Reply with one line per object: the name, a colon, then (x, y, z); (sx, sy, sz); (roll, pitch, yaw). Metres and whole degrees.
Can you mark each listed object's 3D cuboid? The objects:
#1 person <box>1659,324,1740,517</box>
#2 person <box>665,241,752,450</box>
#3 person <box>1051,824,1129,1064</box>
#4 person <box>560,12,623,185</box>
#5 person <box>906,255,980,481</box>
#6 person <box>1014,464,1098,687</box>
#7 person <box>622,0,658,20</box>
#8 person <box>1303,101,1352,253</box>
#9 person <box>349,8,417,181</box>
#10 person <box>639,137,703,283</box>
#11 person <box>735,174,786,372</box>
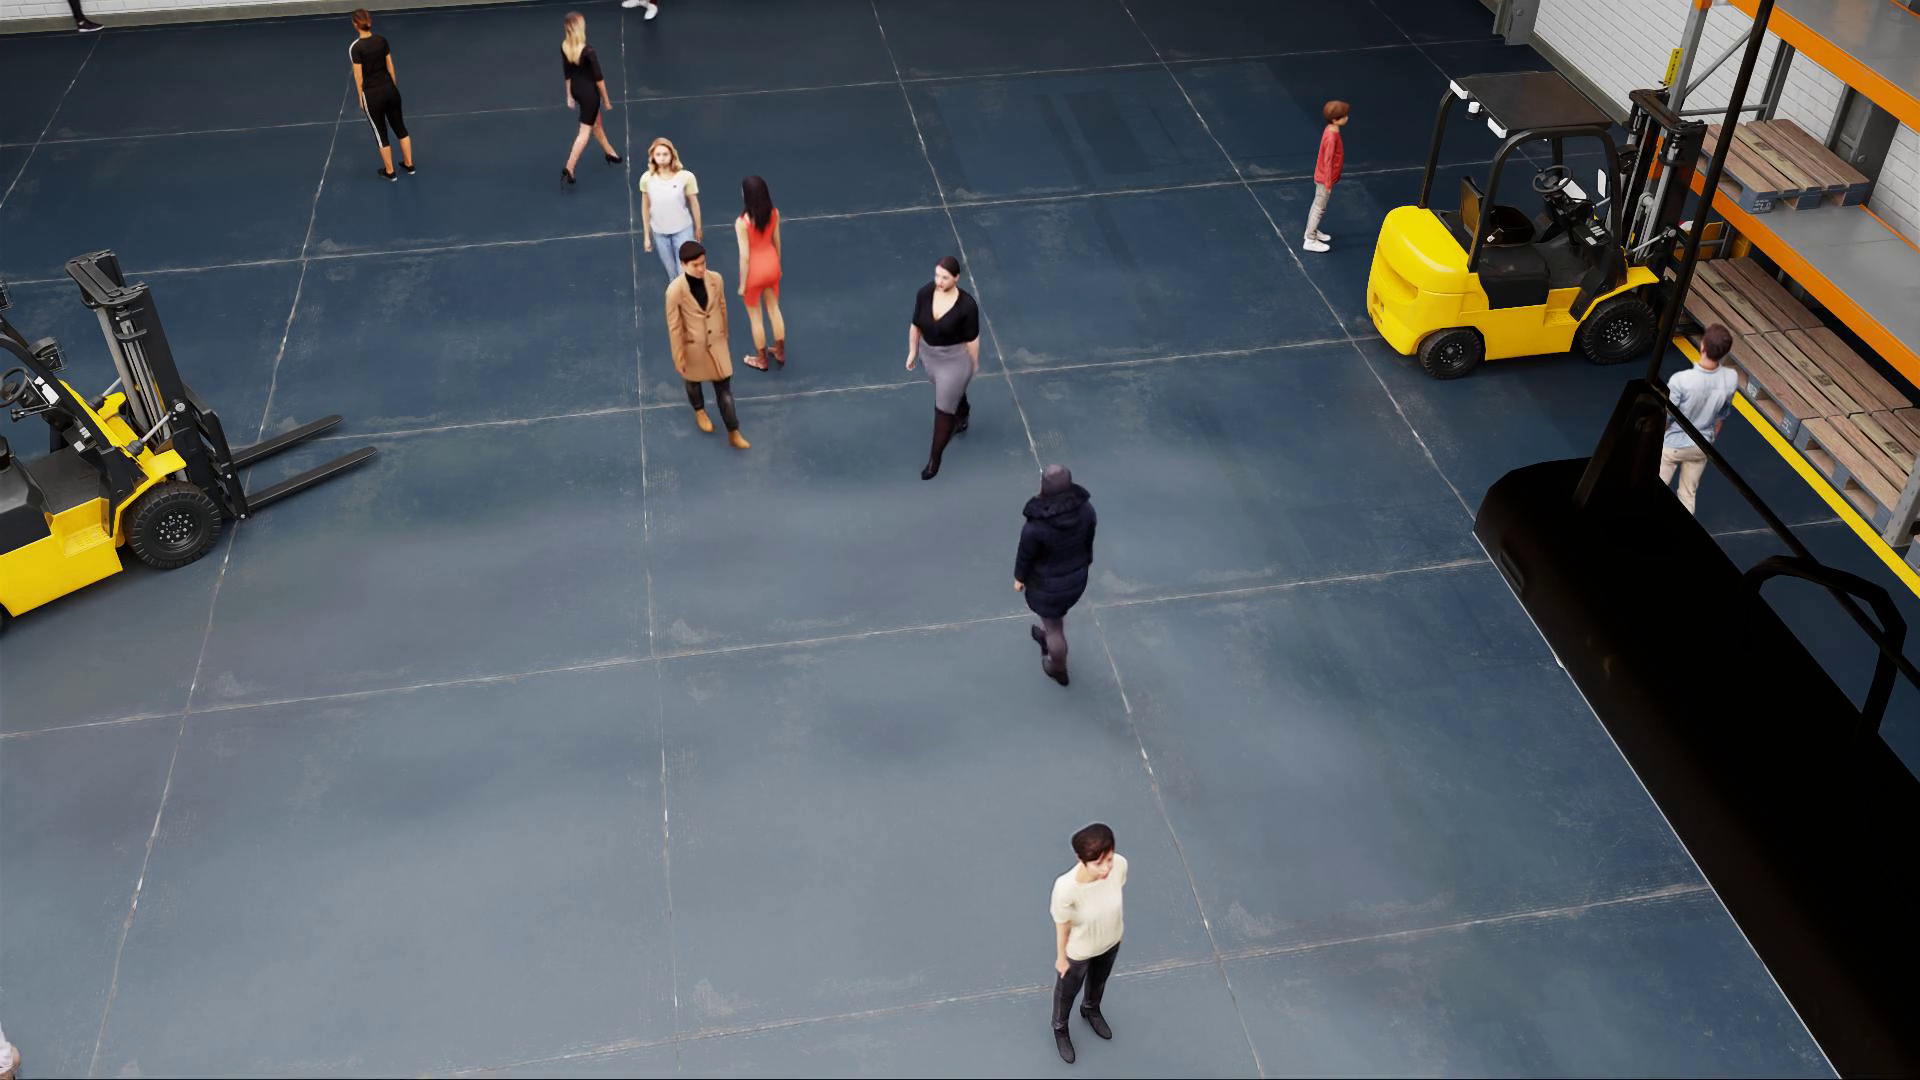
person: (4.945, -0.649, 11.361); (0.675, 1.847, 0.591); (-1, 39, -2)
person: (-1.995, -1.532, 12.584); (0.886, 1.701, 1.115); (-20, 43, -23)
person: (0.642, 1.987, 8.268); (0.653, 1.587, 0.609); (-22, 44, -25)
person: (-3.643, -4.194, 15.967); (1.037, 1.638, 1.082); (25, 45, 28)
person: (-0.063, -1.368, 12.370); (1.109, 1.713, 1.176); (23, 44, 26)
person: (0.642, 0.265, 10.366); (0.829, 1.661, 0.915); (-21, 43, -25)
person: (-3.718, -6.955, 19.338); (0.962, 1.746, 0.827); (-22, 43, -25)
person: (3.297, -3.302, 15.028); (0.626, 1.417, 0.499); (6, 39, 8)
person: (-5.610, -4.320, 16.101); (0.698, 1.668, 0.651); (27, 46, 29)
person: (-2.398, -2.606, 13.922); (0.691, 1.710, 0.712); (0, 39, 1)
person: (-1.596, -2.134, 13.322); (0.715, 1.721, 0.683); (31, 48, 33)
